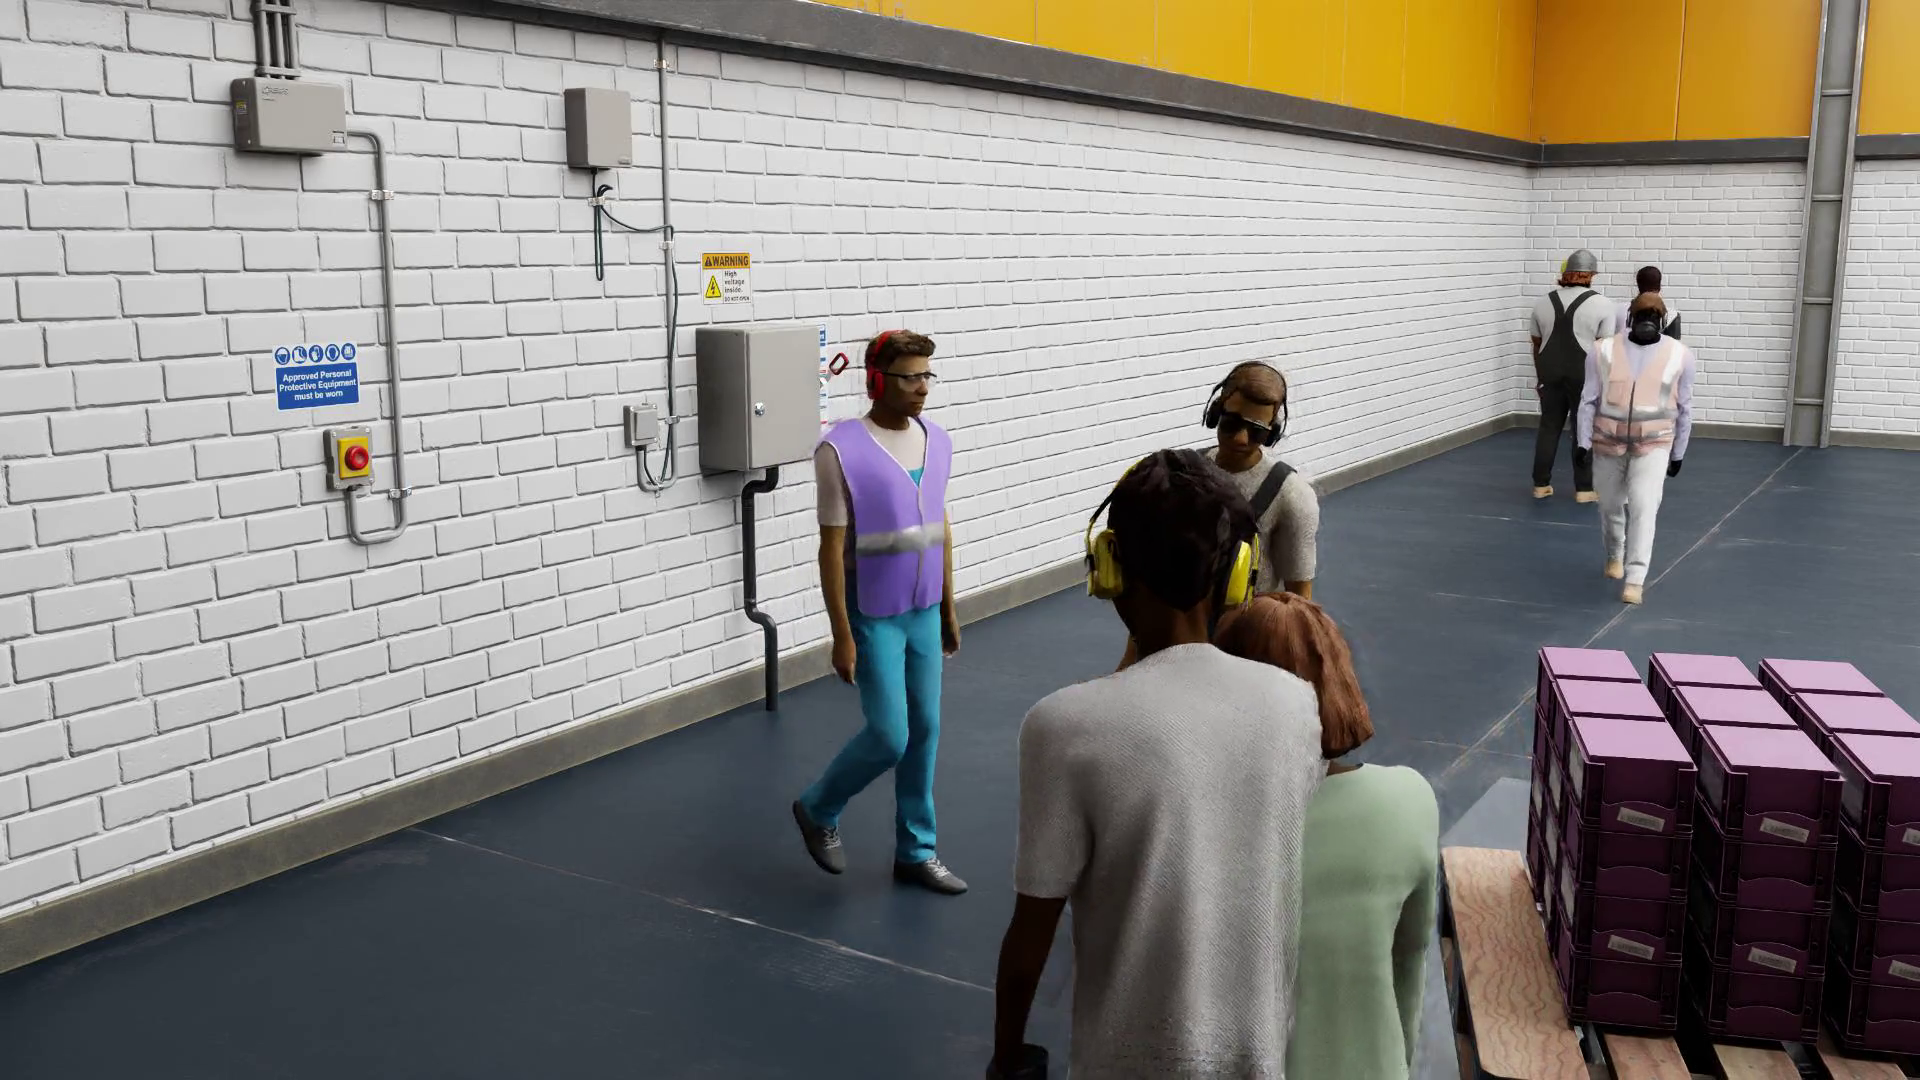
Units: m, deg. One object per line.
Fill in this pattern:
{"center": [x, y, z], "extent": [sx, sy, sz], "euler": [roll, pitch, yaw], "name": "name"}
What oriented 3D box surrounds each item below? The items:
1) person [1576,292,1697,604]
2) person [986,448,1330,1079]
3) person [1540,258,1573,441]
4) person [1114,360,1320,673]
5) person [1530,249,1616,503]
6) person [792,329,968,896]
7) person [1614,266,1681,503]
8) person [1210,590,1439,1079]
{"center": [4.021, -0.578, 9.926], "extent": [0.623, 1.811, 0.873], "euler": [6, 12, 28], "name": "person"}
{"center": [0.314, 0.791, 2.309], "extent": [0.511, 1.826, 0.796], "euler": [-4, 11, -19], "name": "person"}
{"center": [6.376, -2.001, 17.513], "extent": [0.580, 1.918, 0.405], "euler": [3, 11, 18], "name": "person"}
{"center": [0.812, 0.358, 4.807], "extent": [0.967, 1.786, 0.544], "euler": [-7, 12, -34], "name": "person"}
{"center": [4.977, -1.335, 13.464], "extent": [0.535, 2.000, 0.693], "euler": [-10, 14, -44], "name": "person"}
{"center": [-0.234, 0.239, 5.329], "extent": [0.496, 1.830, 0.576], "euler": [8, 13, 39], "name": "person"}
{"center": [5.499, -1.238, 13.336], "extent": [0.553, 1.887, 0.638], "euler": [-7, 12, -34], "name": "person"}
{"center": [0.527, 0.878, 2.414], "extent": [0.490, 1.600, 0.799], "euler": [-4, 11, -19], "name": "person"}
